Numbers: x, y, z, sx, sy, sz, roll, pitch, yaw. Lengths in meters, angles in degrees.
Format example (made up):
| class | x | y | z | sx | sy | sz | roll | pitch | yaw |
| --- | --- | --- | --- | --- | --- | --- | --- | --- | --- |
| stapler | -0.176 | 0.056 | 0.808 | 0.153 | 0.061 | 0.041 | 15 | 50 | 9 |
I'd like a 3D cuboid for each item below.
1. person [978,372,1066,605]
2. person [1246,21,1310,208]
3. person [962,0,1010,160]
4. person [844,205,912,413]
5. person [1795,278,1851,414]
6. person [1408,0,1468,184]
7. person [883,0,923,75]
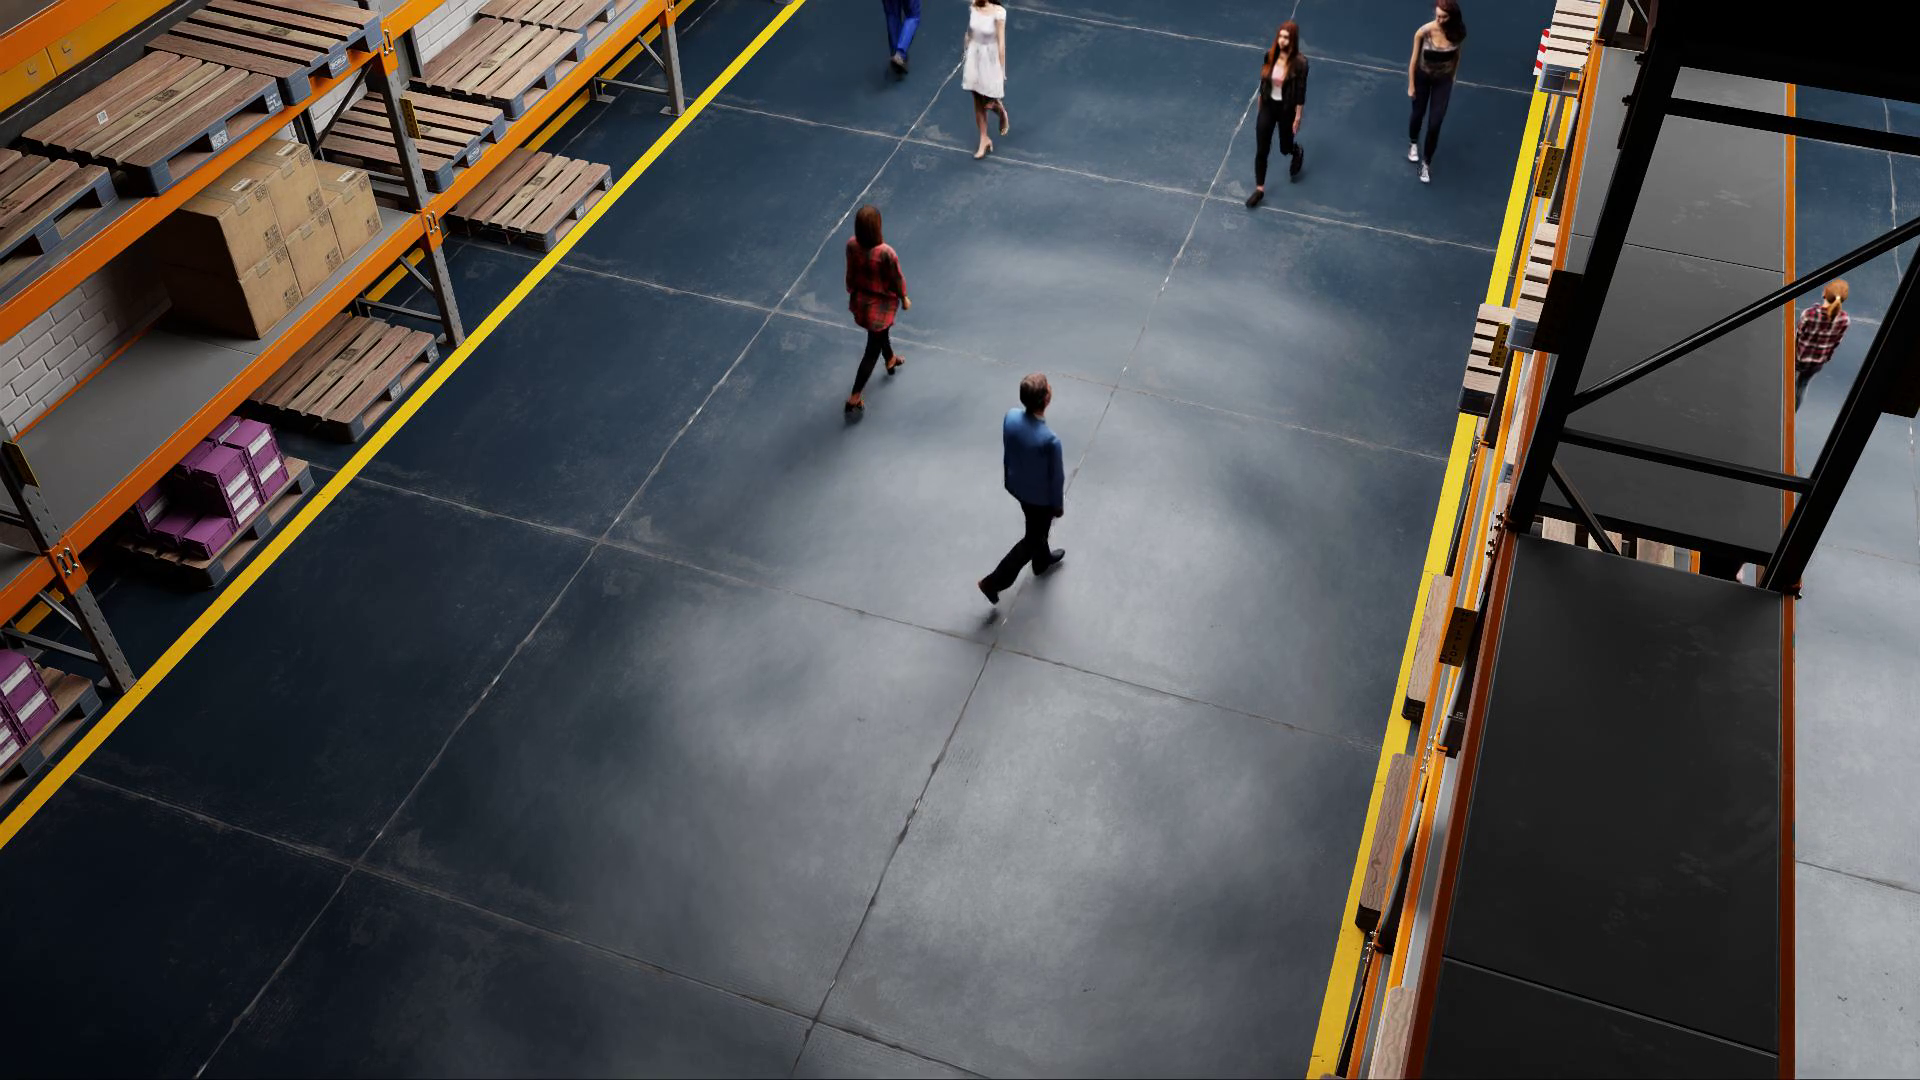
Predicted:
| class | x | y | z | sx | sy | sz | roll | pitch | yaw |
| --- | --- | --- | --- | --- | --- | --- | --- | --- | --- |
| person | 0.440 | -0.315 | 11.039 | 1.185 | 1.796 | 1.009 | -30 | 51 | -28 |
| person | 2.889 | -3.840 | 14.816 | 0.786 | 1.689 | 1.121 | 26 | 49 | 25 |
| person | 0.287 | -4.386 | 15.332 | 0.791 | 1.768 | 0.894 | 29 | 51 | 27 |
| person | -0.683 | -1.720 | 12.610 | 0.819 | 1.662 | 1.180 | 26 | 49 | 25 |
| person | 6.399 | -1.366 | 12.502 | 0.536 | 1.298 | 0.528 | 11 | 45 | 11 |
| person | 4.291 | -4.190 | 15.161 | 0.732 | 1.720 | 0.974 | 5 | 44 | 5 |
| person | -0.623 | -5.428 | 16.348 | 0.725 | 1.875 | 0.825 | 11 | 45 | 12 |
